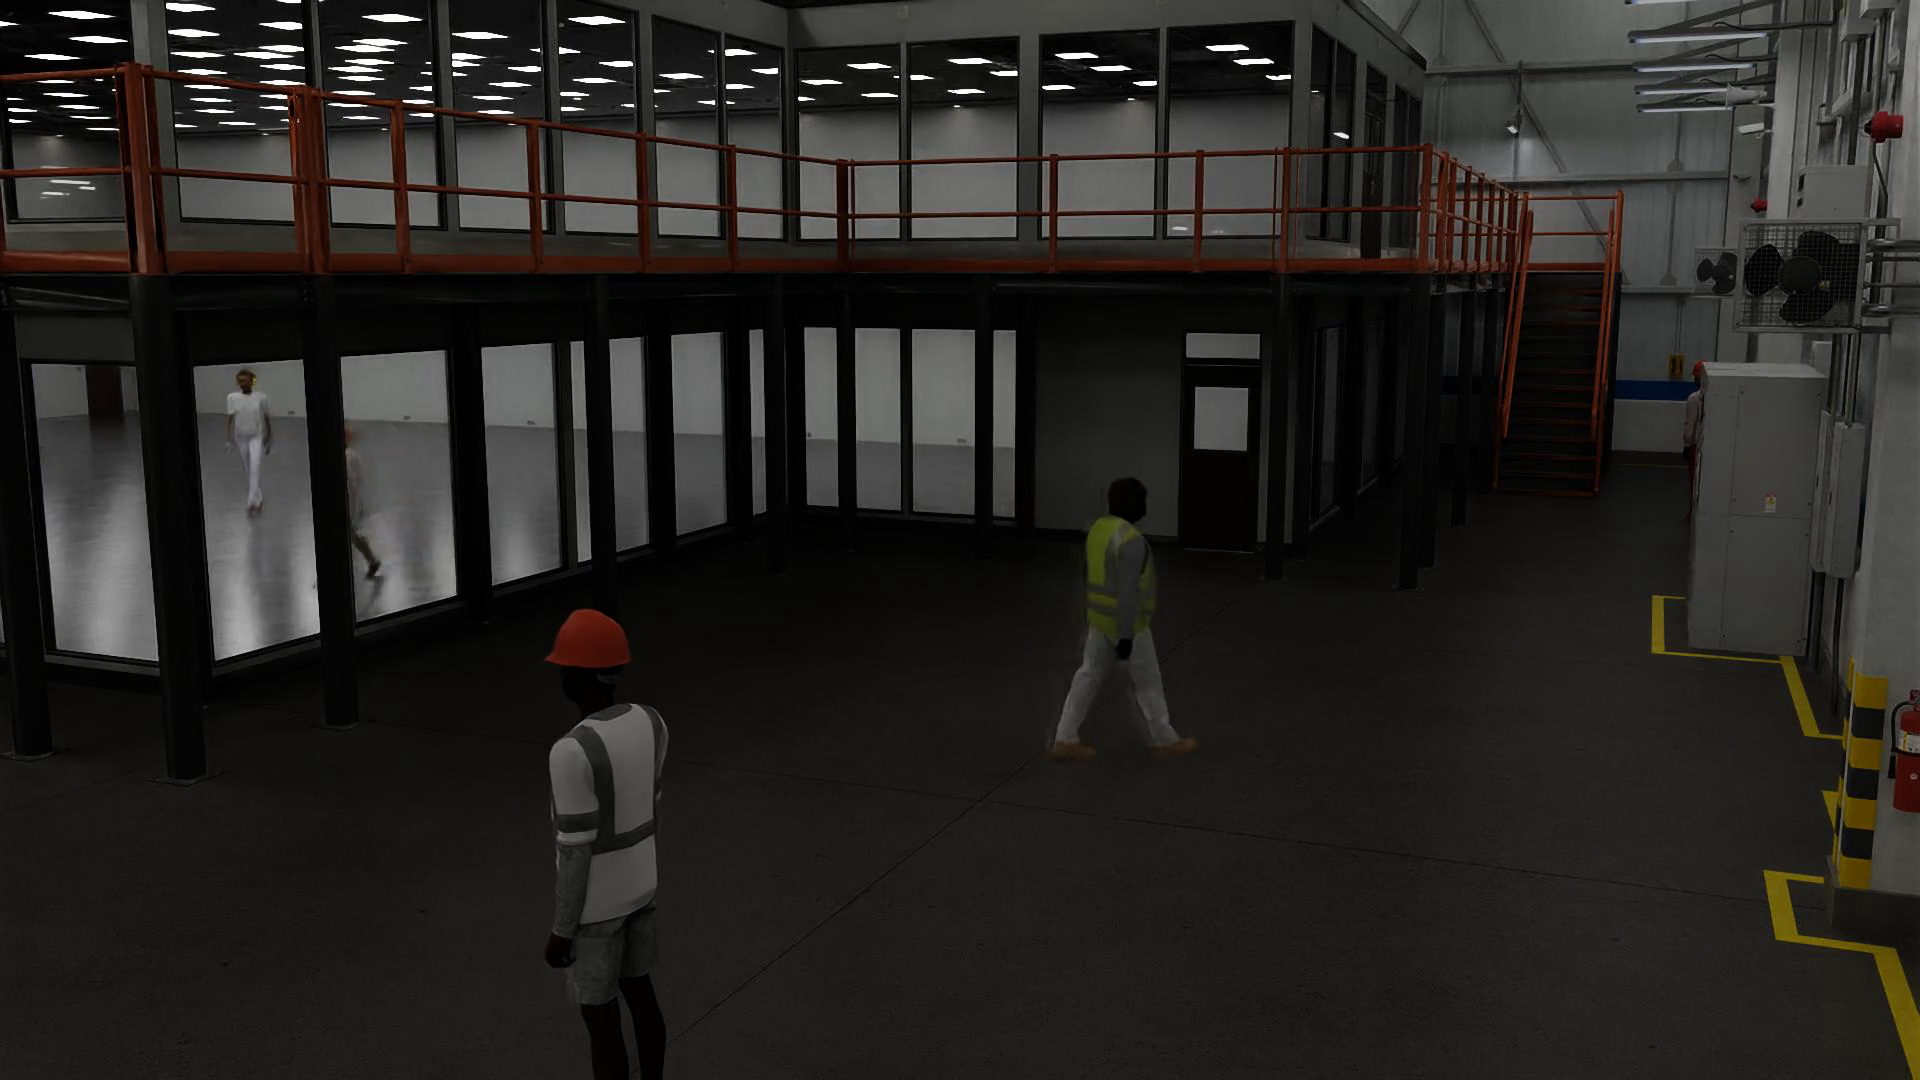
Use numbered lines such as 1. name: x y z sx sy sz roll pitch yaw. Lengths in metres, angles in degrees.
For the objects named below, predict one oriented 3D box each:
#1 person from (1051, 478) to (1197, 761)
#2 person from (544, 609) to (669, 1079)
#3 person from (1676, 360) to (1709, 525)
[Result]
1. person: 0.996 0.500 10.340 0.953 1.795 0.643 -3 10 -19
2. person: -1.214 1.190 5.630 0.360 1.939 0.543 4 10 22
3. person: 8.920 -1.162 20.007 0.611 1.985 0.415 -5 10 -27
